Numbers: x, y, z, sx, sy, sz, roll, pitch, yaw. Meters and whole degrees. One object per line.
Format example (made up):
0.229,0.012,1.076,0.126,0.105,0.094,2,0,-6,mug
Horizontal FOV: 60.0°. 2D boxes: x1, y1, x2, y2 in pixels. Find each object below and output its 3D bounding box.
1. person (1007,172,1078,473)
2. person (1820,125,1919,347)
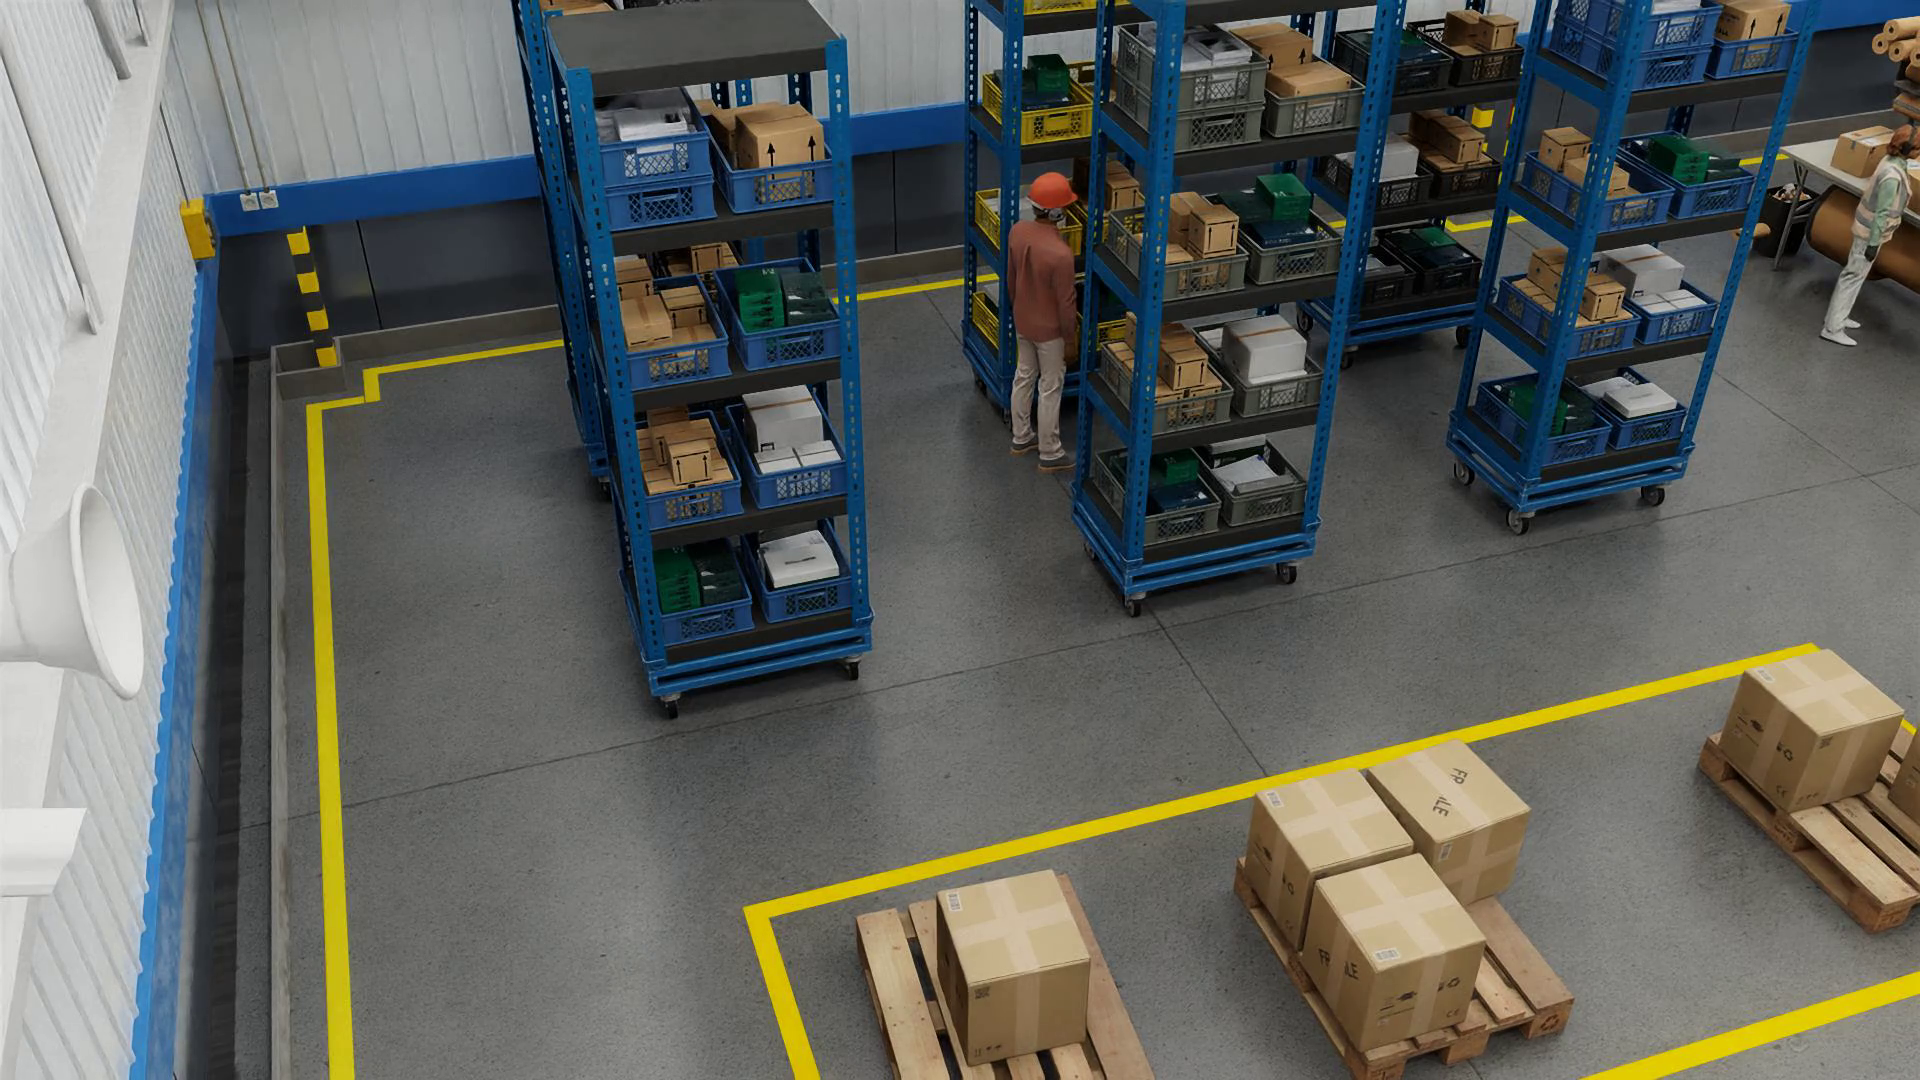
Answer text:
0.535,-1.361,10.477,0.376,1.995,0.608,-23,41,-29,person
6.577,-2.202,11.980,0.311,1.632,0.518,16,38,21,person
